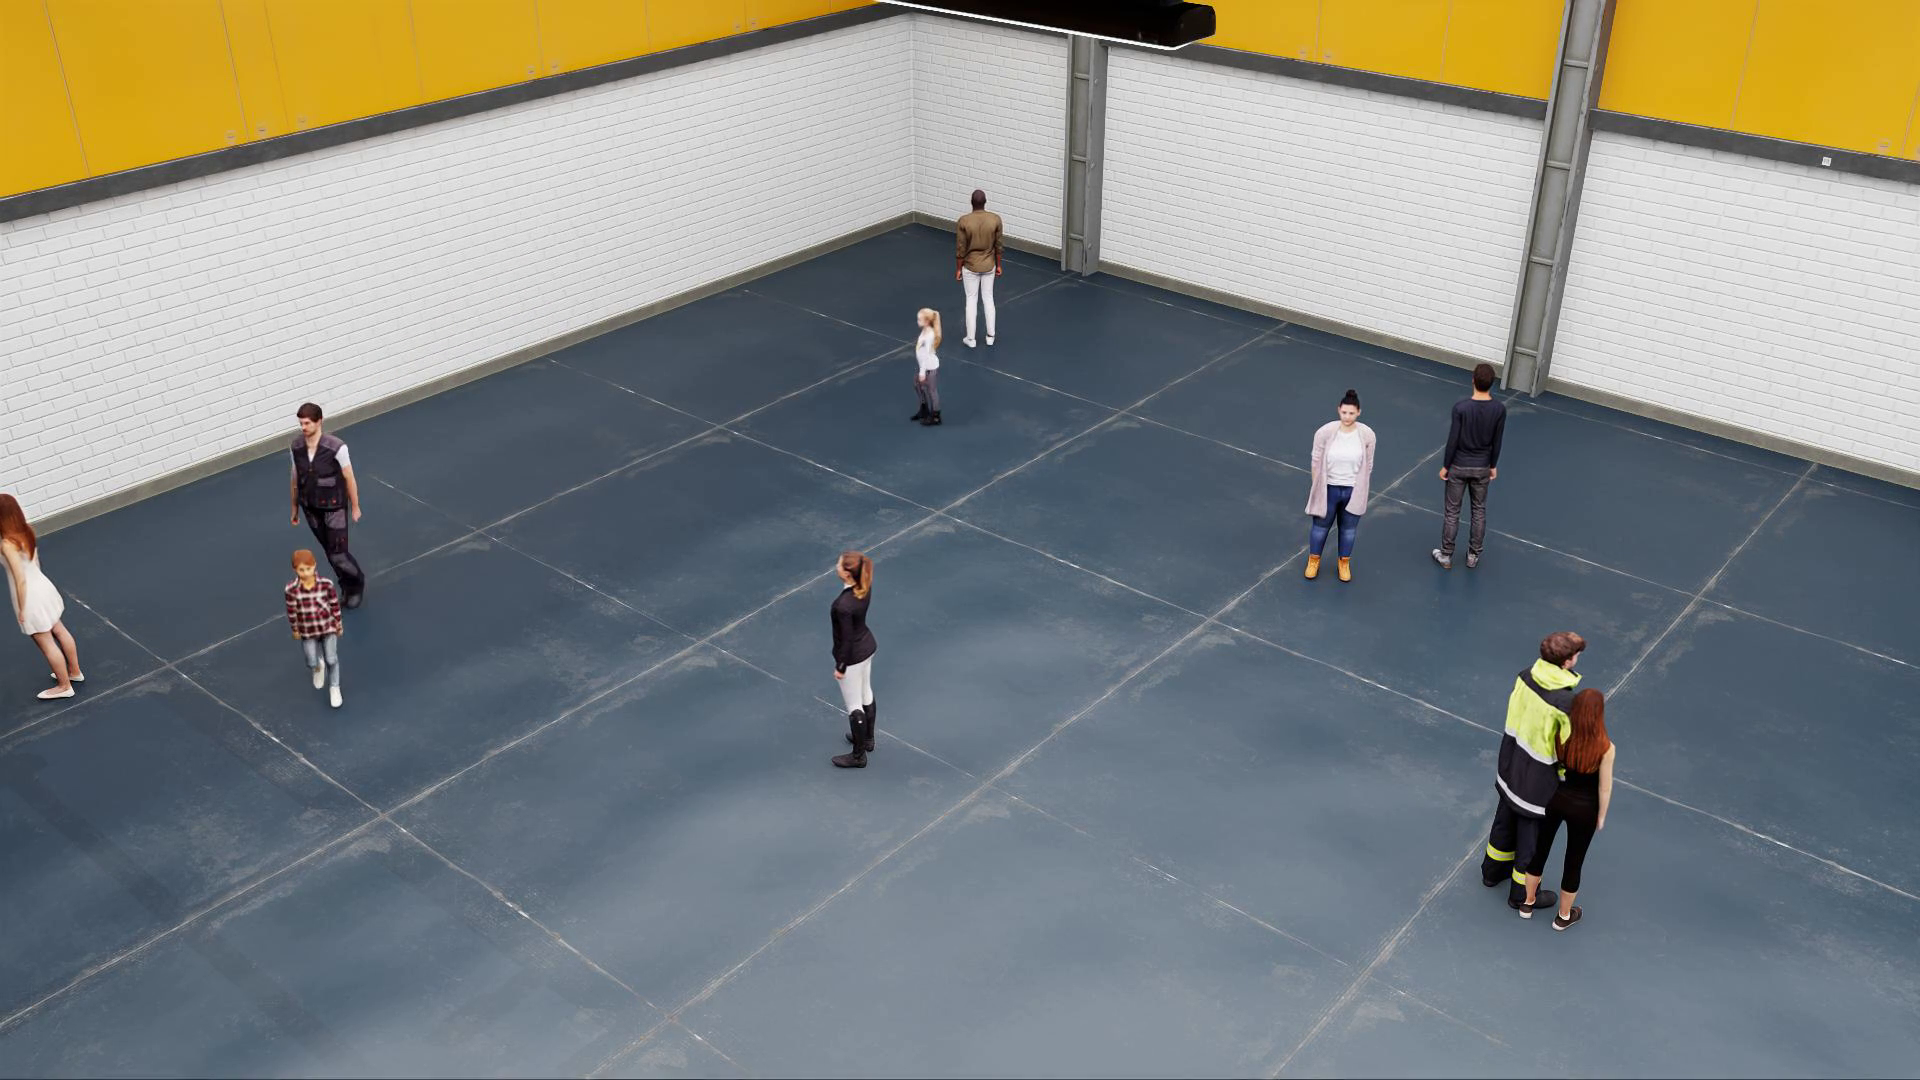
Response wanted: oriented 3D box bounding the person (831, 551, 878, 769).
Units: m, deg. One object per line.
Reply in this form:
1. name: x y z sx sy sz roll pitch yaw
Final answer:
1. person: -0.749 0.836 11.796 0.654 1.728 0.645 10 30 17

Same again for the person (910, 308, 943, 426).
1. person: -0.261 -1.776 17.063 0.686 1.270 0.626 -2 29 -4

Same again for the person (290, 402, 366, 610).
1. person: -5.205 -0.313 13.792 0.728 1.835 0.830 7 29 12

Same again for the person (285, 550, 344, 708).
1. person: -4.882 0.625 12.631 0.692 1.300 0.777 -10 30 -17

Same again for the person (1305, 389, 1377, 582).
1. person: 3.242 -0.469 14.172 0.748 1.743 0.853 4 29 8

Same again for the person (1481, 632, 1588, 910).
1. person: 3.628 1.424 10.452 0.926 1.983 0.779 -11 31 -19

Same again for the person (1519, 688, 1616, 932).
1. person: 3.765 1.654 10.299 0.455 1.726 0.631 19 34 31

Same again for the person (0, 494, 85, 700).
1. person: -7.011 0.417 12.585 0.701 1.710 0.642 -2 29 -4

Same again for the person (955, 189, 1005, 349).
1. person: 0.214 -3.090 18.891 0.799 1.825 0.806 -7 29 -12

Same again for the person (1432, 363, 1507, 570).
1. person: 4.393 -0.627 14.333 0.697 1.868 0.775 -1 29 -1
